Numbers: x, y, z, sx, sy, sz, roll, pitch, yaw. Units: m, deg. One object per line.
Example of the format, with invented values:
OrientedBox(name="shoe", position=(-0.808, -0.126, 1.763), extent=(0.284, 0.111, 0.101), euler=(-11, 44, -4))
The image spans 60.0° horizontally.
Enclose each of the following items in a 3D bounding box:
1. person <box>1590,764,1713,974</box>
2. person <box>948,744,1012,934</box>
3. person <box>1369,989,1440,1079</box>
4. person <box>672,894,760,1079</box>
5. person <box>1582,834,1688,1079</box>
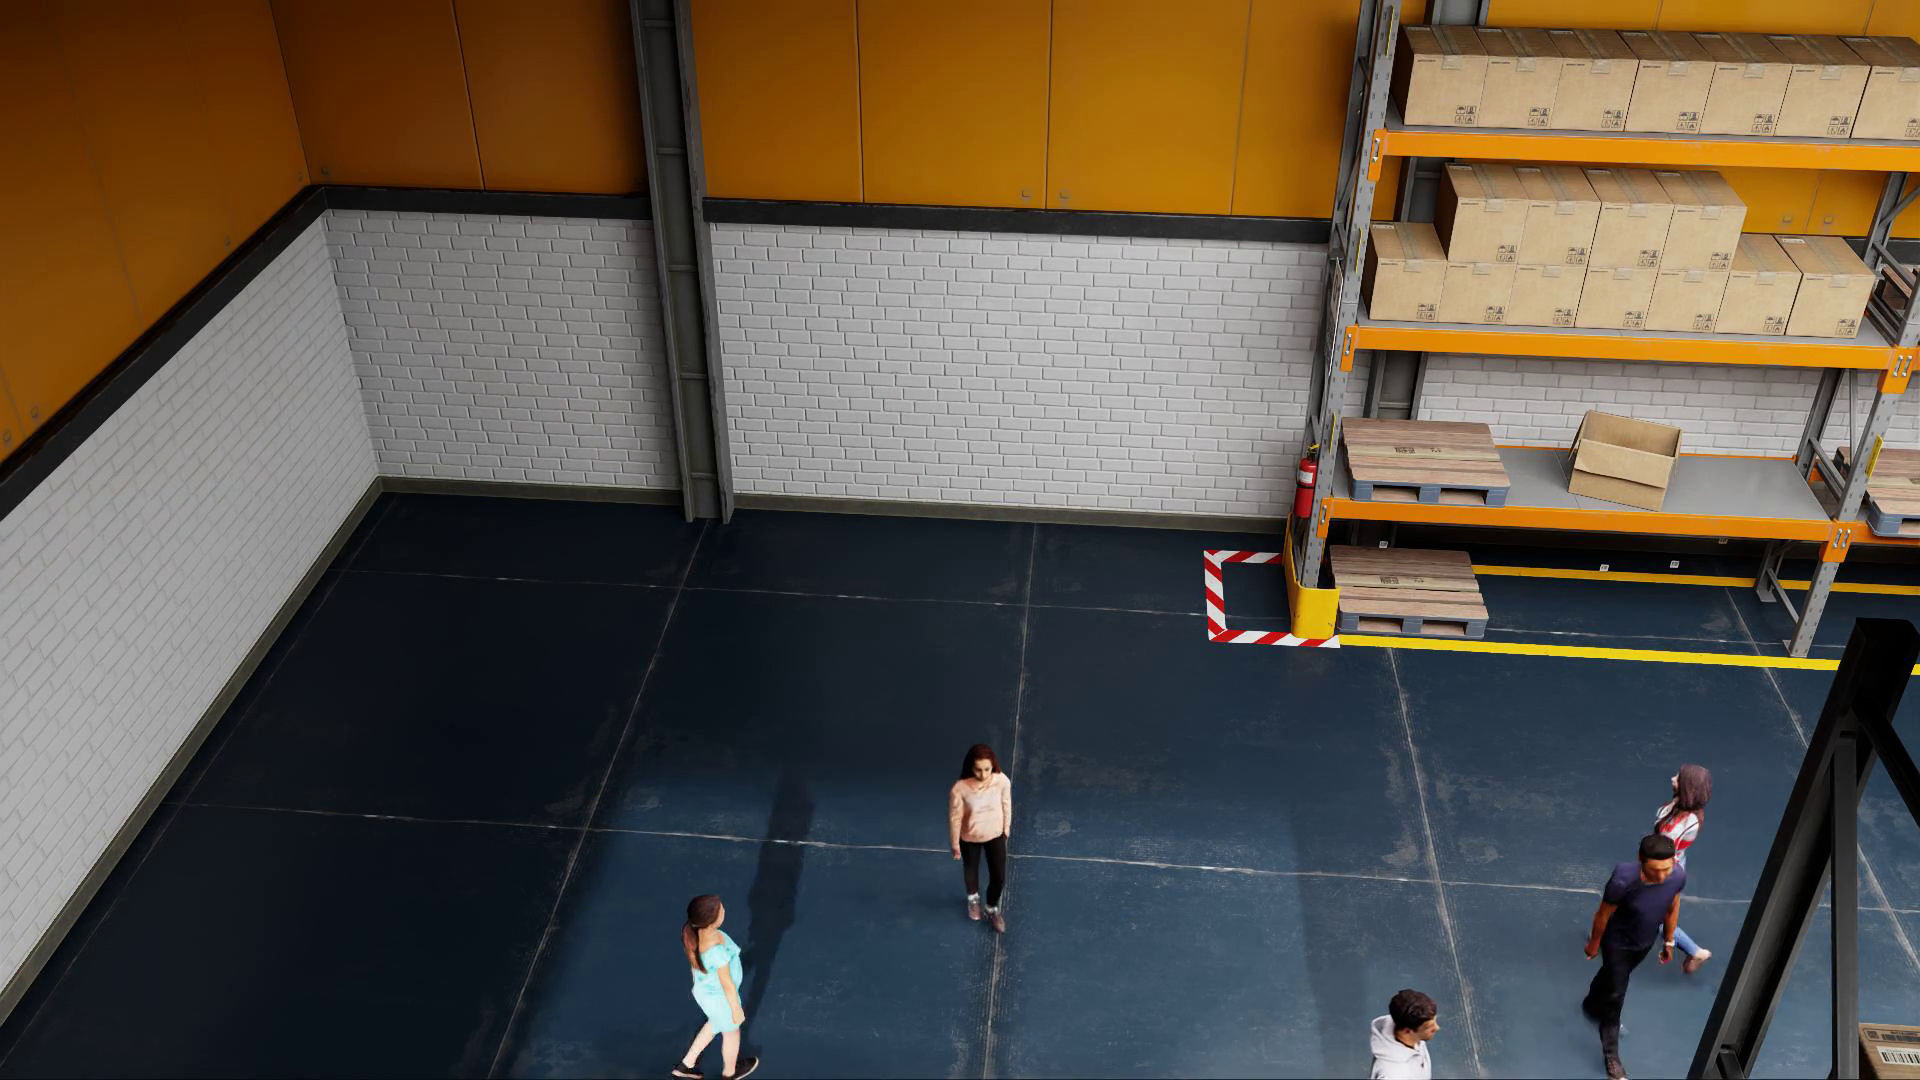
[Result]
OrientedBox(name="person", position=(4.477, 2.086, 10.415), extent=(1.017, 1.595, 0.801), euler=(15, 37, 22))
OrientedBox(name="person", position=(0.122, 1.872, 10.847), extent=(0.636, 1.473, 0.720), euler=(-6, 34, -9))
OrientedBox(name="person", position=(2.219, 3.042, 8.674), extent=(0.641, 1.930, 0.705), euler=(7, 34, 11))
OrientedBox(name="person", position=(-1.456, 2.650, 9.610), extent=(0.859, 1.547, 0.784), euler=(-22, 39, -29))
OrientedBox(name="person", position=(3.961, 2.319, 9.920), extent=(0.926, 1.756, 0.872), euler=(-11, 35, -17))
